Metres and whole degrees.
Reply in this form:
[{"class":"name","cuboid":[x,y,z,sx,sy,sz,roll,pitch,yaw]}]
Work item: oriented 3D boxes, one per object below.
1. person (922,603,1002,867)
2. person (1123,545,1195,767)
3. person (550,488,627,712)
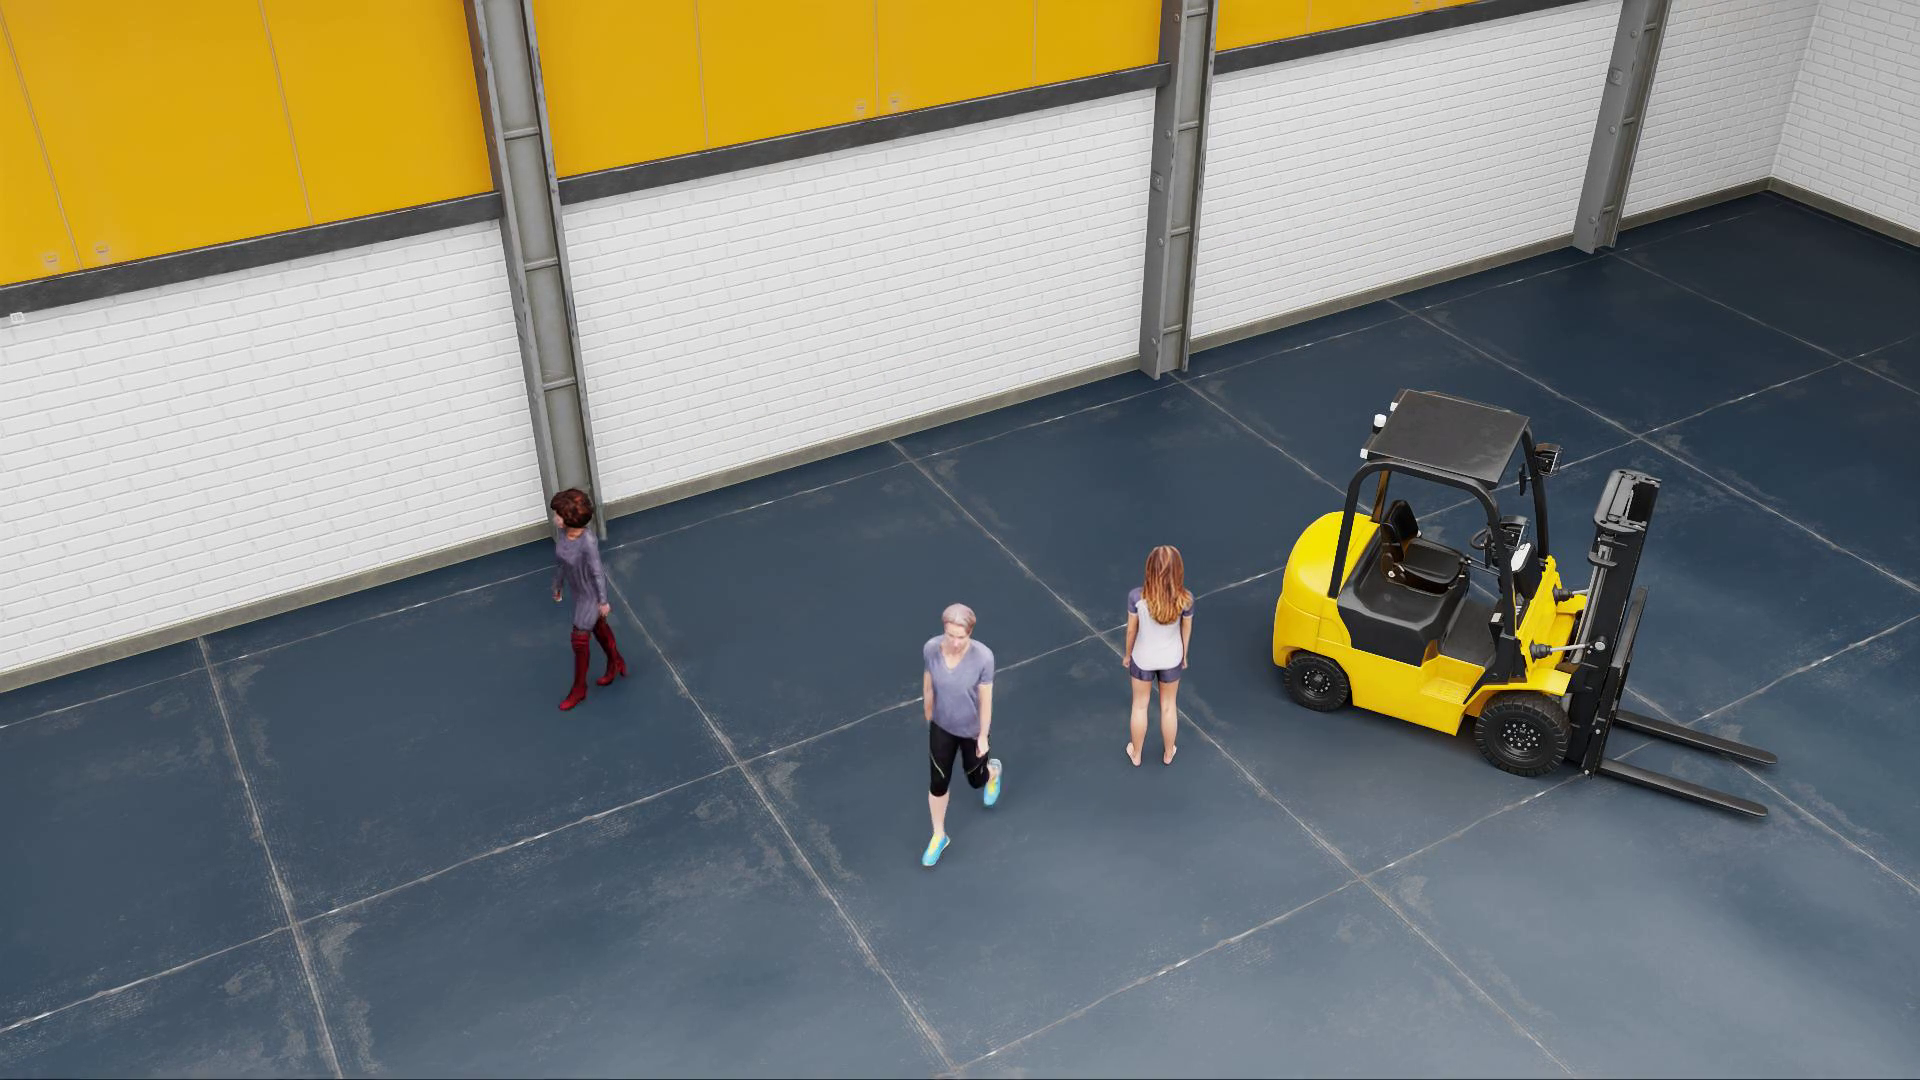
[{"class":"person","cuboid":[0.040,1.143,10.487,1.076,1.852,1.176,12,36,18]},{"class":"person","cuboid":[1.316,0.790,11.126,0.641,1.731,0.740,1,34,1]},{"class":"person","cuboid":[-2.574,0.362,11.807,0.872,1.692,0.677,-24,41,-32]}]
